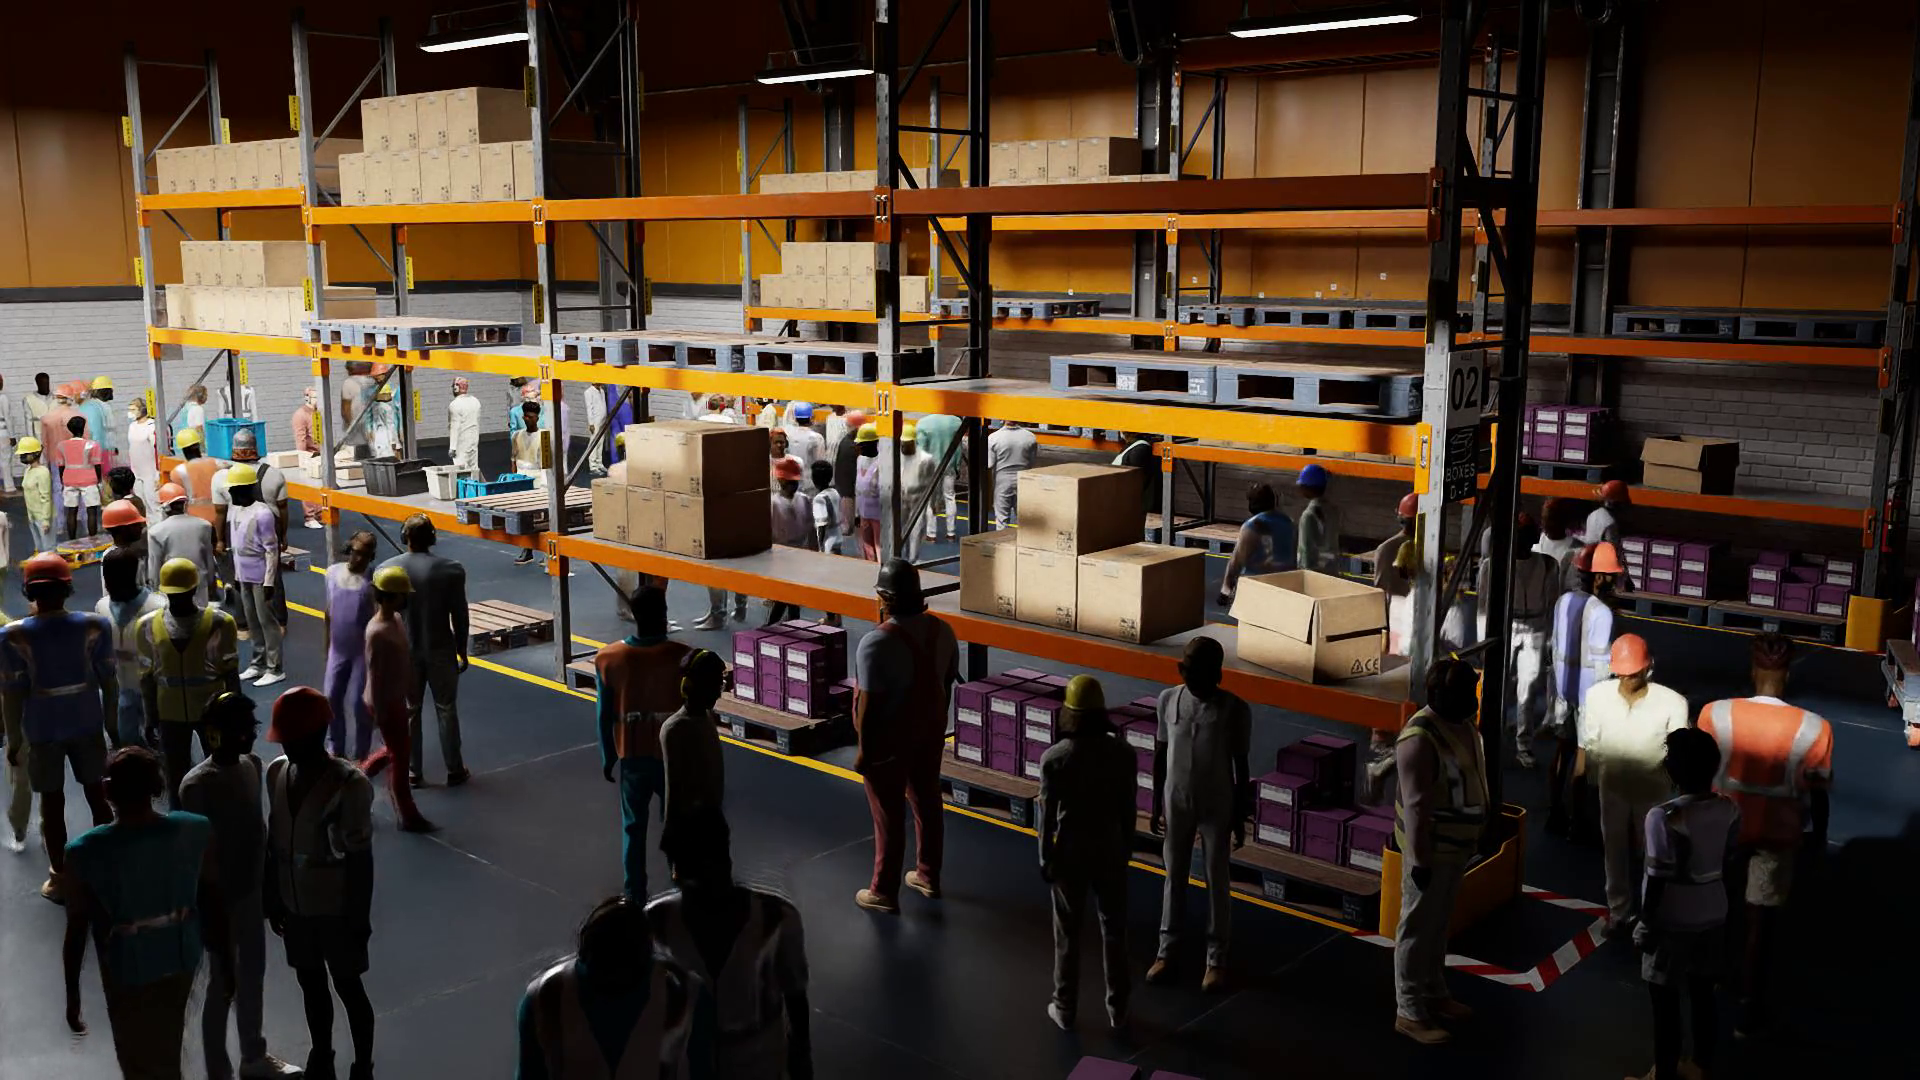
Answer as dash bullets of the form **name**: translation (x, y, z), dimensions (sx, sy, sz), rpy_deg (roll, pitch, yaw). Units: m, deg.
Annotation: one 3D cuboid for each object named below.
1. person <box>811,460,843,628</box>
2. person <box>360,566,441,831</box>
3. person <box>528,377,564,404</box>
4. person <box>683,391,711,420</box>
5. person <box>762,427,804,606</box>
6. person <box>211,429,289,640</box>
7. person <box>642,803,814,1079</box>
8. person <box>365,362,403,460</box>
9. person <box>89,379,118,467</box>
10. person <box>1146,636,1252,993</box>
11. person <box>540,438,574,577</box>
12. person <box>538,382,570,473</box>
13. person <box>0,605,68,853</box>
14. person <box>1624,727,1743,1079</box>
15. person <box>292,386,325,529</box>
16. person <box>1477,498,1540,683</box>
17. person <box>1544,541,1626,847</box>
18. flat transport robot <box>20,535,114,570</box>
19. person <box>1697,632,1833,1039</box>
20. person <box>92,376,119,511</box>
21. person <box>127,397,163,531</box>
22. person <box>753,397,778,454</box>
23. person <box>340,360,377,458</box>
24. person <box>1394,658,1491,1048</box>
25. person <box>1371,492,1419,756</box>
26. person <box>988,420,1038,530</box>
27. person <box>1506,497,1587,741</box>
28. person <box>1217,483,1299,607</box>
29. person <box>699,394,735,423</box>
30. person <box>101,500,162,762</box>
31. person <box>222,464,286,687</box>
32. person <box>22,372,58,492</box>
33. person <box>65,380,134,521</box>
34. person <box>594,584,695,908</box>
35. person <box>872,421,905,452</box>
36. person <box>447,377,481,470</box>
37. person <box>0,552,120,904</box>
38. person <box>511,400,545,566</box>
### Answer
- **person**: translation (-1.321, 0.057, 16.337), dimensions (0.317, 1.696, 0.540), rpy_deg (2, 10, 12)
- **person**: translation (-3.726, 1.028, 10.756), dimensions (0.624, 1.751, 0.536), rpy_deg (-1, 10, -4)
- **person**: translation (-6.723, -1.954, 27.026), dimensions (0.627, 1.941, 0.373), rpy_deg (-8, 13, -39)
- **person**: translation (-3.757, -1.426, 24.198), dimensions (0.618, 1.880, 1.041), rpy_deg (6, 12, 30)
- **person**: translation (-1.914, -0.251, 17.559), dimensions (0.574, 1.883, 0.355), rpy_deg (-4, 11, -20)
- **person**: translation (-6.851, -0.064, 16.055), dimensions (0.688, 2.000, 0.536), rpy_deg (-7, 12, -35)
- **person**: translation (-0.826, 1.820, 5.803), dimensions (0.600, 1.912, 0.948), rpy_deg (0, 10, 1)
- **person**: translation (-8.826, -1.732, 25.526), dimensions (0.608, 2.036, 0.406), rpy_deg (1, 10, 6)
- **person**: translation (-13.242, -1.613, 25.676), dimensions (0.484, 1.737, 0.321), rpy_deg (9, 13, 41)
- **person**: translation (1.213, 1.379, 8.461), dimensions (0.506, 1.841, 0.345), rpy_deg (5, 11, 25)
- **person**: translation (-4.643, -0.391, 19.036), dimensions (0.310, 1.640, 0.514), rpy_deg (-6, 11, -29)
- **person**: translation (-5.705, -1.284, 23.256), dimensions (0.416, 1.940, 0.613), rpy_deg (6, 12, 30)
- **person**: translation (-5.687, 1.159, 10.347), dimensions (0.525, 1.607, 0.381), rpy_deg (-7, 12, -36)
- **person**: translation (3.175, 1.652, 7.320), dimensions (0.542, 1.695, 0.316), rpy_deg (-5, 11, -27)
- **person**: translation (-8.647, -1.113, 22.364), dimensions (0.404, 1.906, 0.651), rpy_deg (2, 10, 13)
- **person**: translation (4.684, 0.404, 14.276), dimensions (0.578, 1.739, 0.390), rpy_deg (-3, 11, -18)
- **person**: translation (3.977, 0.963, 10.540), dimensions (0.366, 1.935, 0.552), rpy_deg (-2, 10, -11)
- **flat transport robot**: translation (-10.464, 0.126, 19.979), dimensions (0.652, 0.197, 1.431), rpy_deg (3, 10, 15)
- **person**: translation (3.904, 1.407, 8.151), dimensions (0.639, 1.906, 0.845), rpy_deg (6, 12, 29)
- **person**: translation (-12.194, -1.374, 23.773), dimensions (0.362, 1.930, 0.585), rpy_deg (-2, 10, -11)
- **person**: translation (-9.979, -0.784, 20.427), dimensions (0.646, 1.934, 0.357), rpy_deg (7, 12, 36)
- **person**: translation (-2.860, -1.404, 24.490), dimensions (0.355, 1.737, 0.576), rpy_deg (-4, 11, -20)
- **person**: translation (-9.840, -2.045, 27.254), dimensions (1.031, 2.000, 0.690), rpy_deg (7, 12, 33)
- **person**: translation (2.308, 1.465, 7.970), dimensions (0.430, 1.845, 0.622), rpy_deg (8, 13, 37)
- **person**: translation (3.319, 0.623, 12.334), dimensions (0.618, 1.986, 0.408), rpy_deg (-6, 12, -30)
- **person**: translation (0.593, -0.638, 19.679), dimensions (0.641, 1.910, 0.401), rpy_deg (-3, 10, -14)
- **person**: translation (4.508, 0.604, 12.739), dimensions (0.409, 1.878, 0.597), rpy_deg (-6, 12, -30)
- **person**: translation (2.498, 0.415, 14.038), dimensions (0.647, 1.784, 0.970), rpy_deg (-9, 13, -41)
- **person**: translation (-3.216, -1.005, 21.961), dimensions (0.560, 1.836, 0.394), rpy_deg (4, 11, 24)
- **person**: translation (-6.070, 0.668, 12.195), dimensions (0.347, 1.943, 0.545), rpy_deg (-6, 12, -31)
- **person**: translation (-6.087, 0.301, 14.311), dimensions (0.591, 1.926, 0.387), rpy_deg (9, 13, 40)
- **person**: translation (-13.669, -1.553, 24.866), dimensions (0.396, 1.910, 0.584), rpy_deg (6, 12, 31)
- **person**: translation (-11.954, -1.256, 23.090), dimensions (0.657, 1.952, 0.967), rpy_deg (7, 12, 33)
- **person**: translation (-1.722, 1.198, 9.272), dimensions (0.590, 1.917, 0.396), rpy_deg (0, 10, 1)
- **person**: translation (-0.883, -0.915, 21.206), dimensions (0.549, 1.925, 0.392), rpy_deg (-9, 13, -41)
- **person**: translation (-7.150, -1.386, 23.907), dimensions (0.409, 1.907, 0.651), rpy_deg (3, 10, 16)
- **person**: translation (-5.186, 1.080, 9.604), dimensions (0.609, 2.035, 0.404), rpy_deg (-7, 12, -36)
- **person**: translation (-5.047, -0.670, 19.690), dimensions (0.607, 1.966, 0.367), rpy_deg (3, 10, 16)
